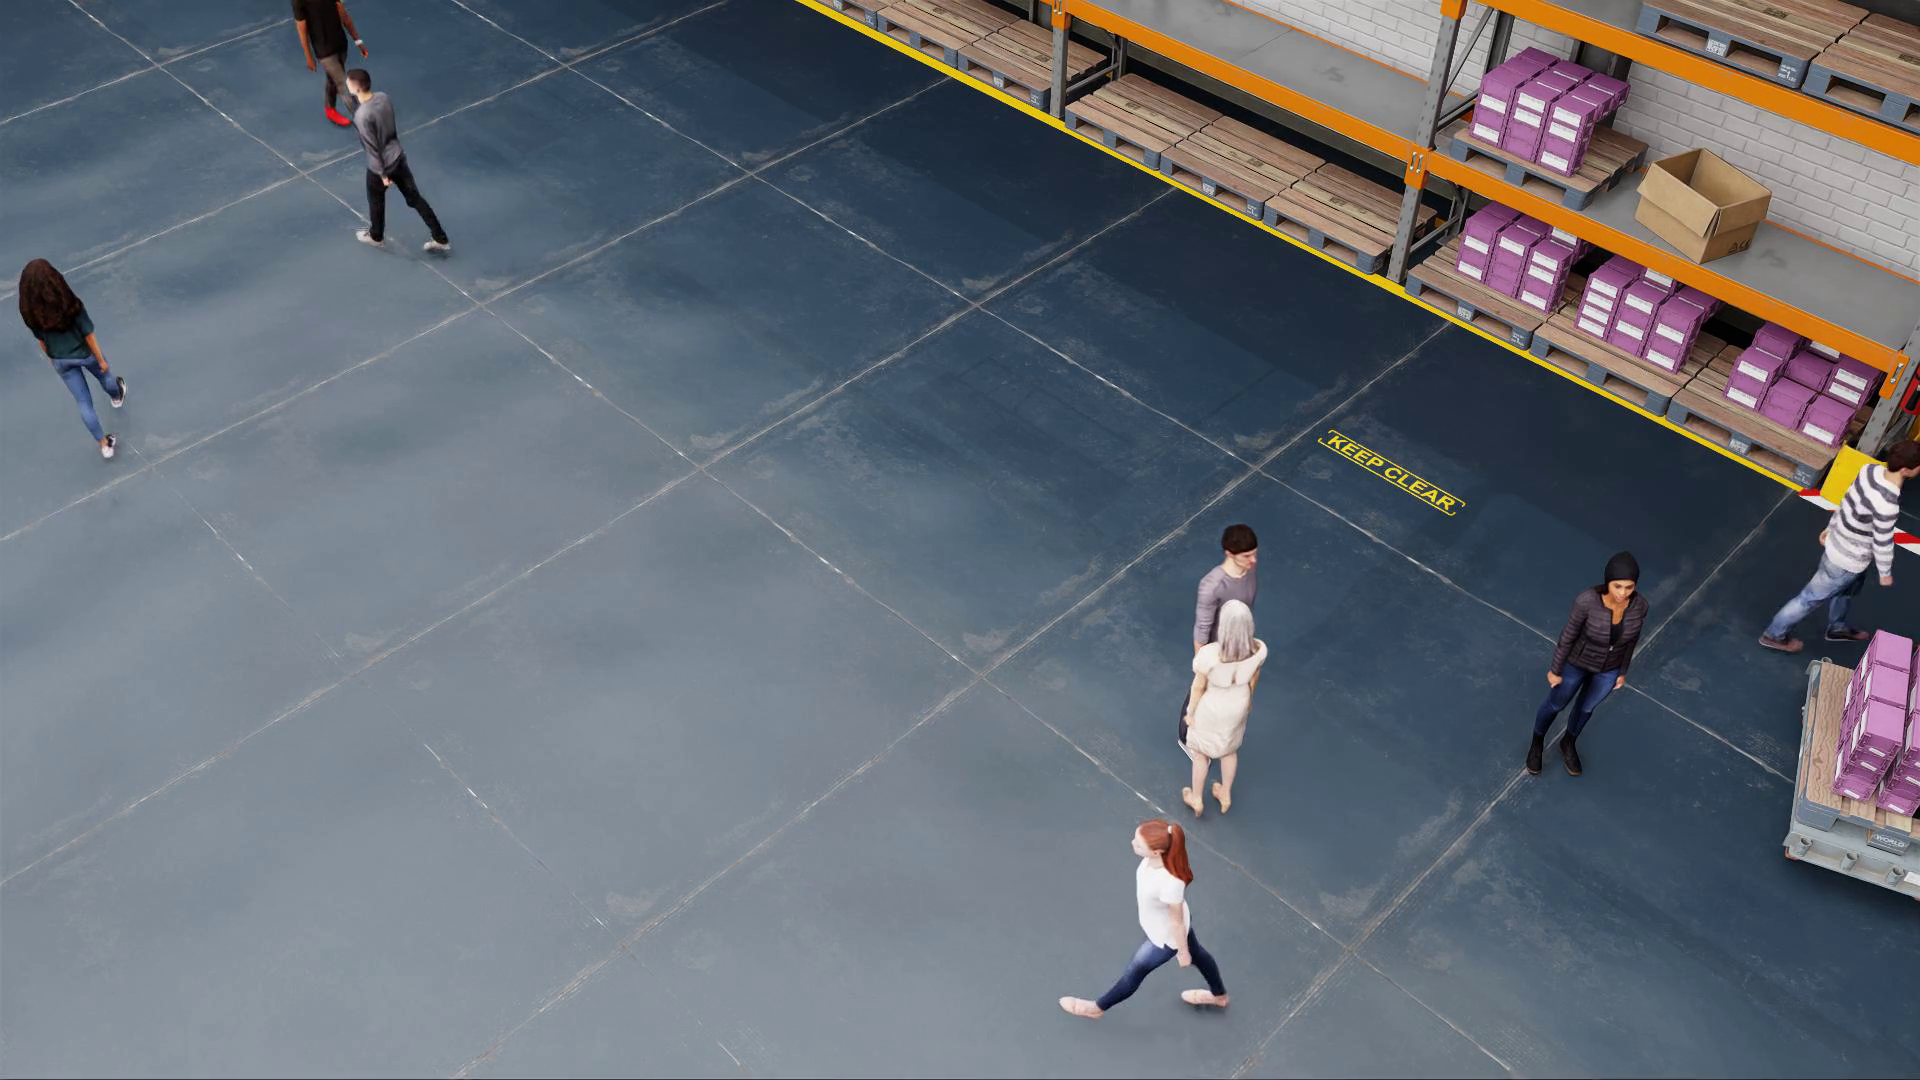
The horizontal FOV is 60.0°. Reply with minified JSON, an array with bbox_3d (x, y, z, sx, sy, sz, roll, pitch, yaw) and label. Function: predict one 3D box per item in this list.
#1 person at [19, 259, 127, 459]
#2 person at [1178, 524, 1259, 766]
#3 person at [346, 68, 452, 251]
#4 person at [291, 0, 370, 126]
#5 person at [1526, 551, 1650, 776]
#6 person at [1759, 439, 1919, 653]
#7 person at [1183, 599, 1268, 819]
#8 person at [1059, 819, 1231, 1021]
[{"bbox_3d":[-6.581,-1.309,12.346,0.929,1.580,1.124,-11,45,-11],"label":"person"},{"bbox_3d":[1.598,0.600,10.146,0.532,1.851,0.689,31,52,28],"label":"person"},{"bbox_3d":[-4.815,-3.202,14.231,1.208,1.720,0.923,15,46,15],"label":"person"},{"bbox_3d":[-6.031,-4.685,15.759,1.231,1.760,0.889,20,47,19],"label":"person"},{"bbox_3d":[3.797,0.760,10.053,0.707,1.746,0.774,2,44,2],"label":"person"},{"bbox_3d":[5.620,0.072,10.720,1.056,1.824,0.912,11,45,11],"label":"person"},{"bbox_3d":[1.541,1.014,9.795,0.675,1.735,0.687,-12,45,-12],"label":"person"},{"bbox_3d":[1.175,2.053,8.757,1.192,1.662,1.094,2,44,2],"label":"person"}]
